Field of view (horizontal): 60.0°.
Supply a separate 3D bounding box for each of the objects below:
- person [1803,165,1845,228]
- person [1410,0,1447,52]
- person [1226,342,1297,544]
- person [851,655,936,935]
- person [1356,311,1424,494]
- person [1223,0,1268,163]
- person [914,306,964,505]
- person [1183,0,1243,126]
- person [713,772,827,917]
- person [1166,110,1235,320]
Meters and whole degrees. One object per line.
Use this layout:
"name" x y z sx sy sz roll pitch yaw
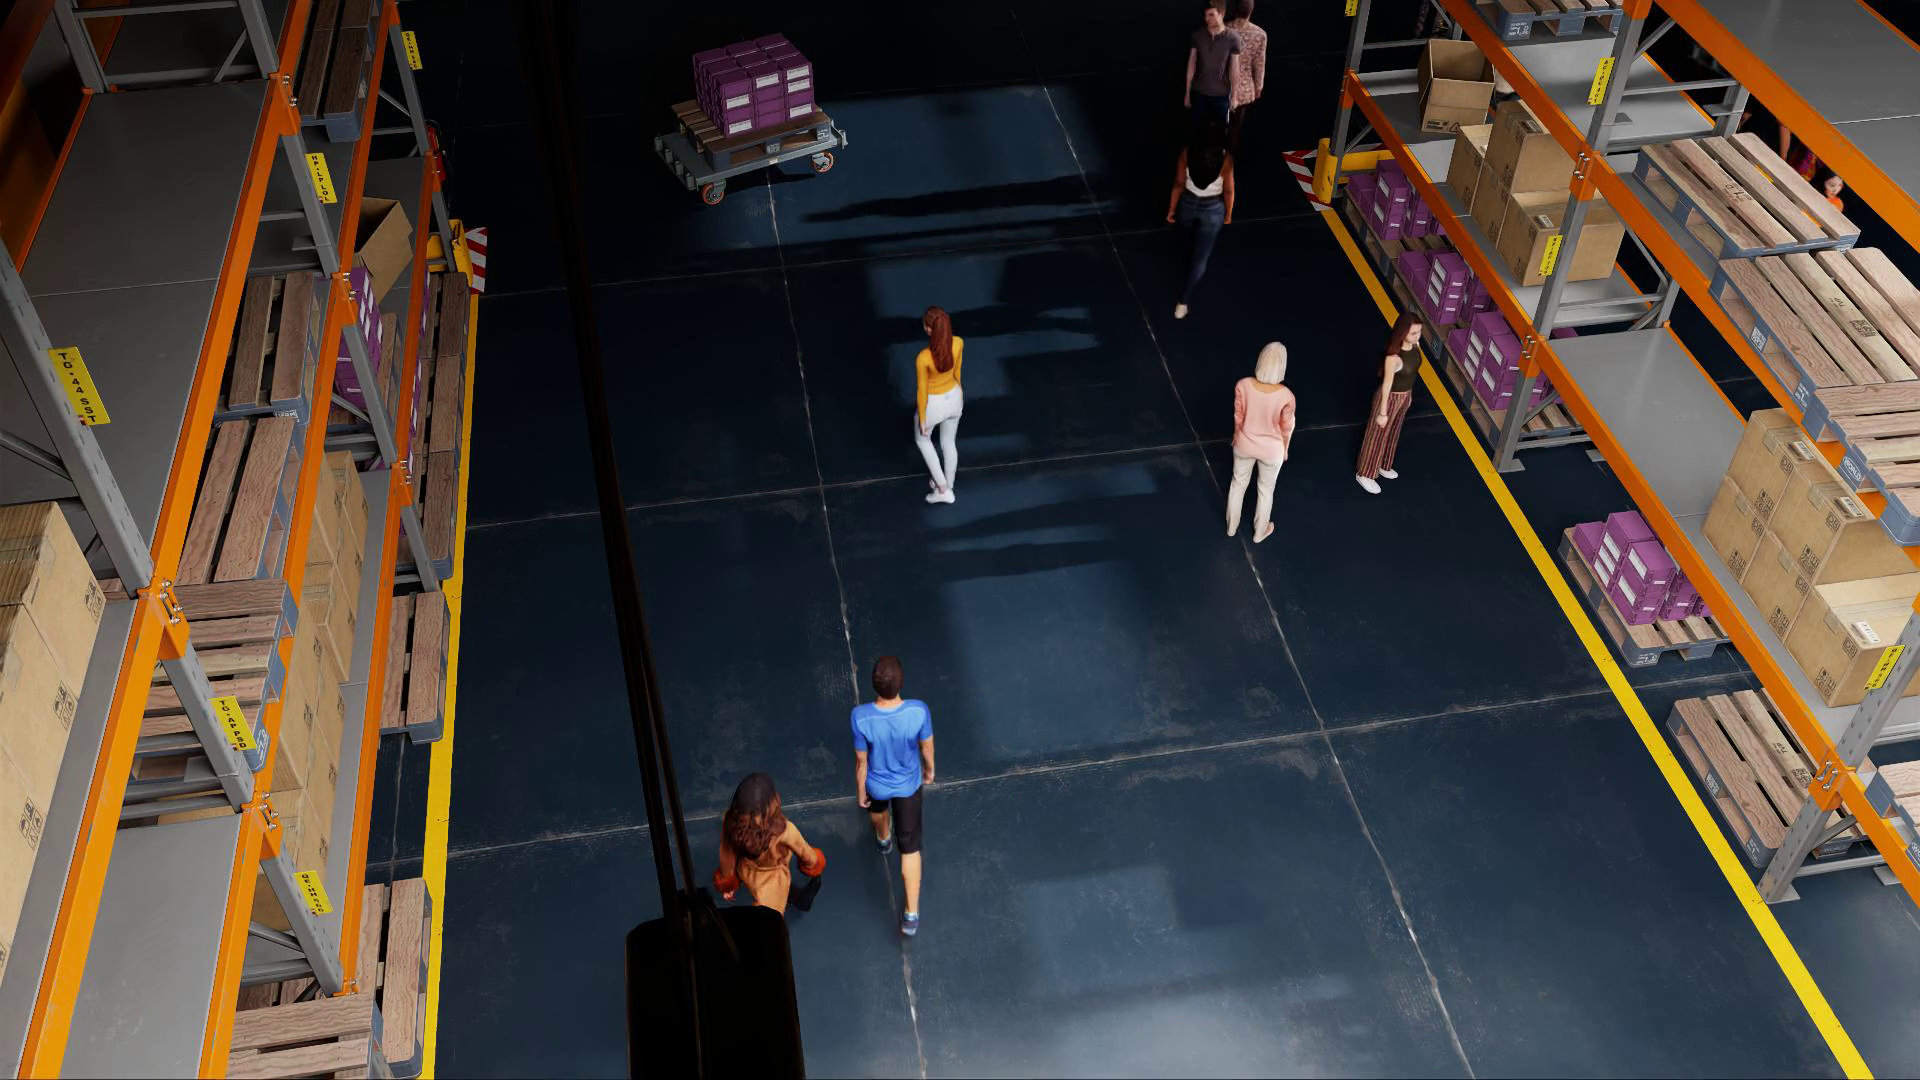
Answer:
"person" 6.725 -2.303 13.495 0.650 1.737 0.638 -11 45 -11
"person" 4.985 -5.879 17.265 0.717 1.713 0.613 -25 49 -24
"person" 2.125 -0.687 11.807 0.682 1.725 0.703 17 46 17
"person" -0.375 1.468 9.472 0.663 1.826 1.226 -3 44 -3
"person" 3.200 -1.052 12.308 0.673 1.561 0.642 35 53 31
"person" 2.501 -4.136 15.378 0.797 1.794 0.742 5 44 5
"person" -0.081 -0.911 12.031 0.709 1.741 0.756 -24 49 -23
"person" 2.358 -4.172 15.386 0.872 1.833 0.944 14 45 15
"person" -1.097 1.967 9.062 1.153 1.667 1.297 20 47 20
"person" 1.981 -2.670 13.857 1.128 1.769 1.261 17 46 17
